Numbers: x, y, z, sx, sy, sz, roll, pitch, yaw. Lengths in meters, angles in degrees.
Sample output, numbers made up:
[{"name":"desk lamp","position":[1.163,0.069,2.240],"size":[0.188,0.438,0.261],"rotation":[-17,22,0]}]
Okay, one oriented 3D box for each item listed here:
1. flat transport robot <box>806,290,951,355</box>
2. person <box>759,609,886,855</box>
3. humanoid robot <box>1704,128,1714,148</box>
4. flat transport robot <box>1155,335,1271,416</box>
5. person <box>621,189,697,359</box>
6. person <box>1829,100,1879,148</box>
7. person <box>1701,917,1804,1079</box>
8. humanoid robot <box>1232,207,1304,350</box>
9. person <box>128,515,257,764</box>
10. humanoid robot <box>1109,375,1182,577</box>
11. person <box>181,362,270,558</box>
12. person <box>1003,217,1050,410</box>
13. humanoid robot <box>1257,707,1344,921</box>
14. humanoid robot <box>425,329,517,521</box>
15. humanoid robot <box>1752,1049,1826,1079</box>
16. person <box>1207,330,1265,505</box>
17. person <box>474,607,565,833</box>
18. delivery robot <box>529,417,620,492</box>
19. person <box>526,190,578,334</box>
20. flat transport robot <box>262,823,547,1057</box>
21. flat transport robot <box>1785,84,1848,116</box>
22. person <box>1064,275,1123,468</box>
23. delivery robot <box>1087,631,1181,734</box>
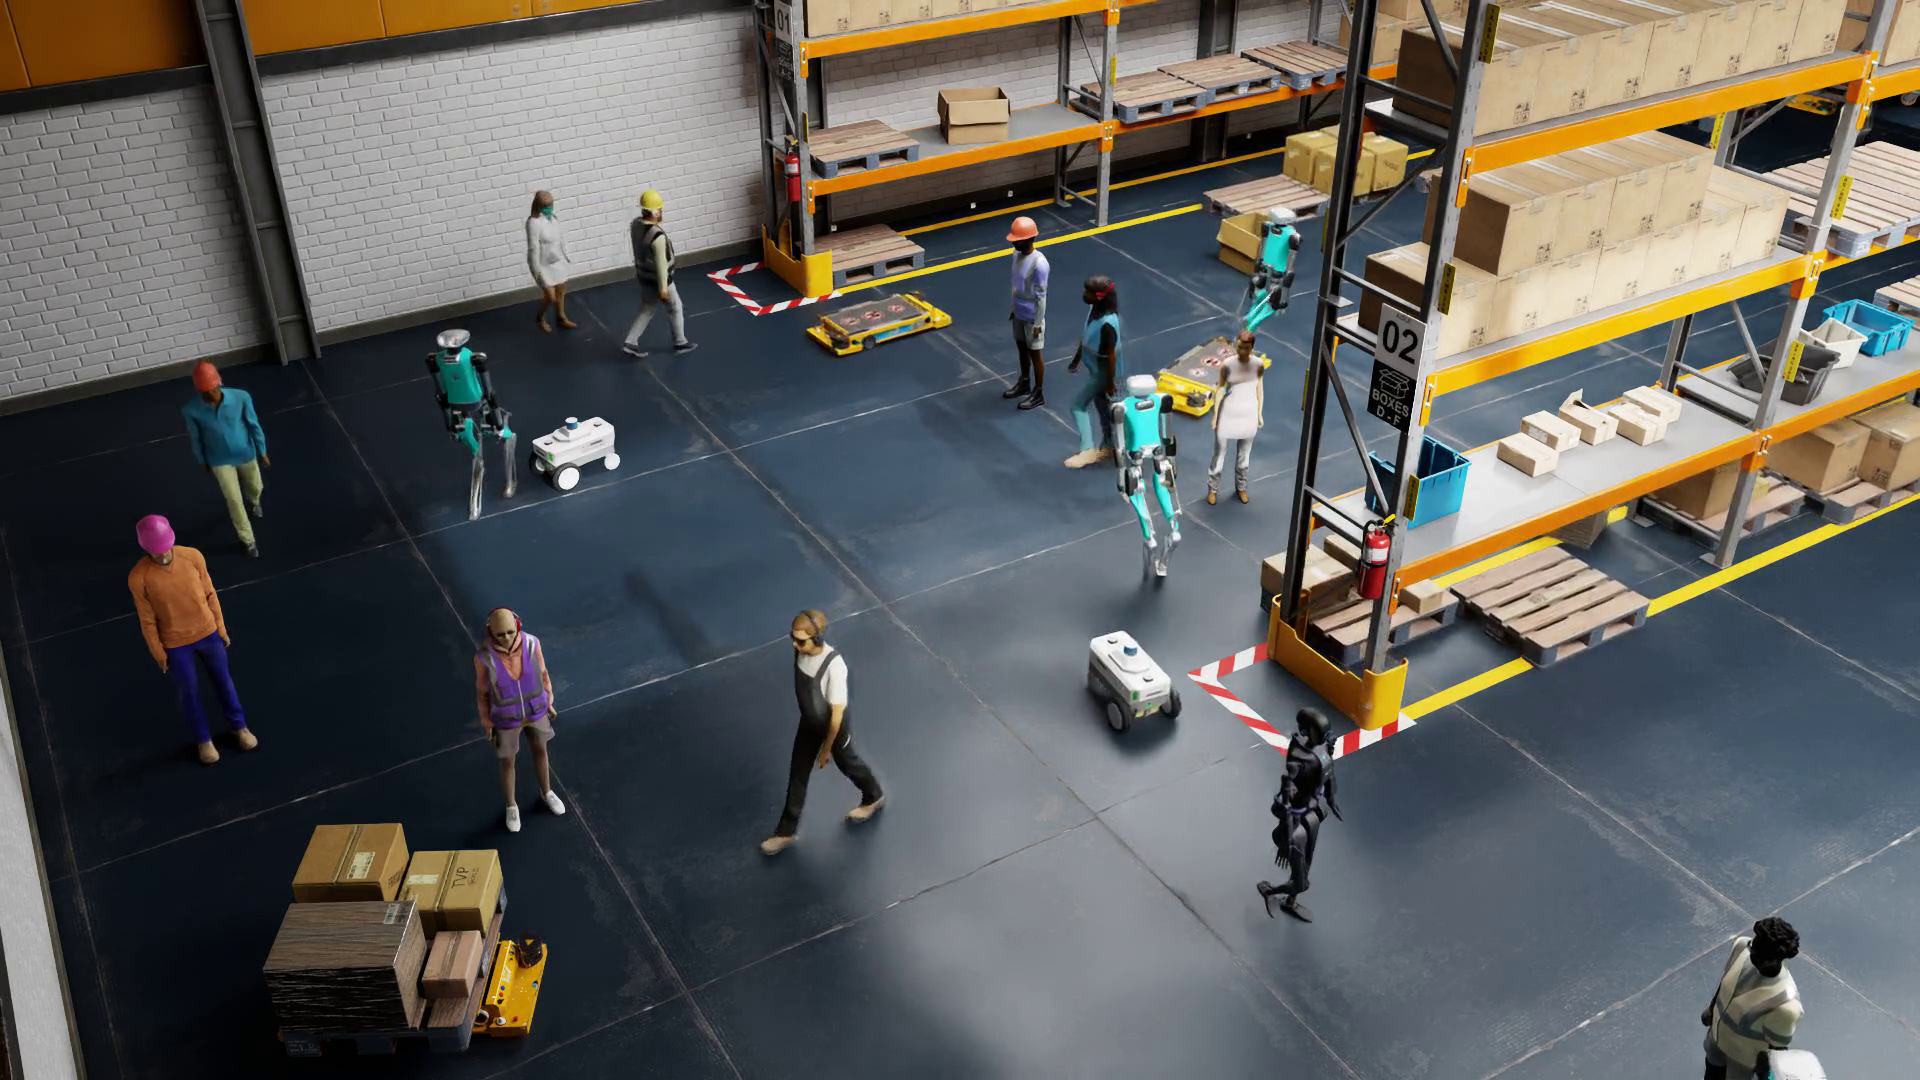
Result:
[{"name":"flat transport robot","position":[-0.864,-2.329,17.798],"size":[1.431,0.231,0.659],"rotation":[-20,37,-29]},{"name":"person","position":[-0.888,1.189,10.751],"size":[0.959,1.799,0.510],"rotation":[-26,41,-35]},{"name":"humanoid robot","position":[8.539,-3.986,19.144],"size":[0.756,1.626,0.596],"rotation":[-5,32,-8]},{"name":"flat transport robot","position":[2.500,-1.666,16.741],"size":[0.659,0.231,1.431],"rotation":[22,38,31]},{"name":"person","position":[-3.157,-2.678,16.922],"size":[0.799,1.795,0.598],"rotation":[-25,40,-34]},{"name":"person","position":[10.719,-4.700,20.099],"size":[0.563,1.841,0.385],"rotation":[-16,35,-24]},{"name":"person","position":[4.046,2.593,8.612],"size":[0.320,1.693,0.535],"rotation":[-3,32,-5]},{"name":"humanoid robot","position":[2.940,-2.359,16.535],"size":[0.770,1.843,0.531],"rotation":[-17,36,-25]},{"name":"person","position":[-5.308,0.663,11.429],"size":[0.517,1.973,0.400],"rotation":[-25,40,-34]},{"name":"humanoid robot","position":[1.548,-0.354,13.347],"size":[0.571,1.851,0.804],"rotation":[-10,33,-15]},{"name":"person","position":[-6.116,-0.759,13.917],"size":[0.564,1.724,0.730],"rotation":[-17,36,-25]},{"name":"person","position":[0.624,-2.193,16.025],"size":[0.386,1.929,0.542],"rotation":[-17,36,-25]},{"name":"humanoid robot","position":[2.078,1.664,10.103],"size":[0.378,1.652,0.594],"rotation":[25,40,34]},{"name":"humanoid robot","position":[-4.170,-1.093,14.466],"size":[0.561,1.784,0.885],"rotation":[3,32,5]},{"name":"humanoid robot","position":[3.426,3.084,7.833],"size":[0.880,1.825,0.566],"rotation":[-2,32,-4]},{"name":"person","position":[2.414,-1.071,14.481],"size":[0.461,1.656,0.269],"rotation":[-2,32,-3]},{"name":"person","position":[-2.890,1.152,10.904],"size":[0.494,1.692,0.341],"rotation":[-18,36,-26]},{"name":"delivery robot","position":[-3.524,-0.812,15.124],"size":[0.788,0.610,0.499],"rotation":[-26,40,-35]},{"name":"person","position":[-4.303,-2.898,17.401],"size":[0.410,1.635,0.569],"rotation":[17,36,25]},{"name":"flat transport robot","position":[-3.229,2.651,9.855],"size":[1.431,0.231,0.659],"rotation":[-1,32,-2]},{"name":"flat transport robot","position":[12.812,-6.548,24.526],"size":[1.431,0.231,0.659],"rotation":[-25,40,-34]},{"name":"person","position":[1.165,-1.522,15.018],"size":[0.645,1.844,0.525],"rotation":[-2,32,-4]},{"name":"delivery robot","position":[1.250,1.024,12.199],"size":[0.499,0.613,0.811],"rotation":[-14,35,-21]}]
